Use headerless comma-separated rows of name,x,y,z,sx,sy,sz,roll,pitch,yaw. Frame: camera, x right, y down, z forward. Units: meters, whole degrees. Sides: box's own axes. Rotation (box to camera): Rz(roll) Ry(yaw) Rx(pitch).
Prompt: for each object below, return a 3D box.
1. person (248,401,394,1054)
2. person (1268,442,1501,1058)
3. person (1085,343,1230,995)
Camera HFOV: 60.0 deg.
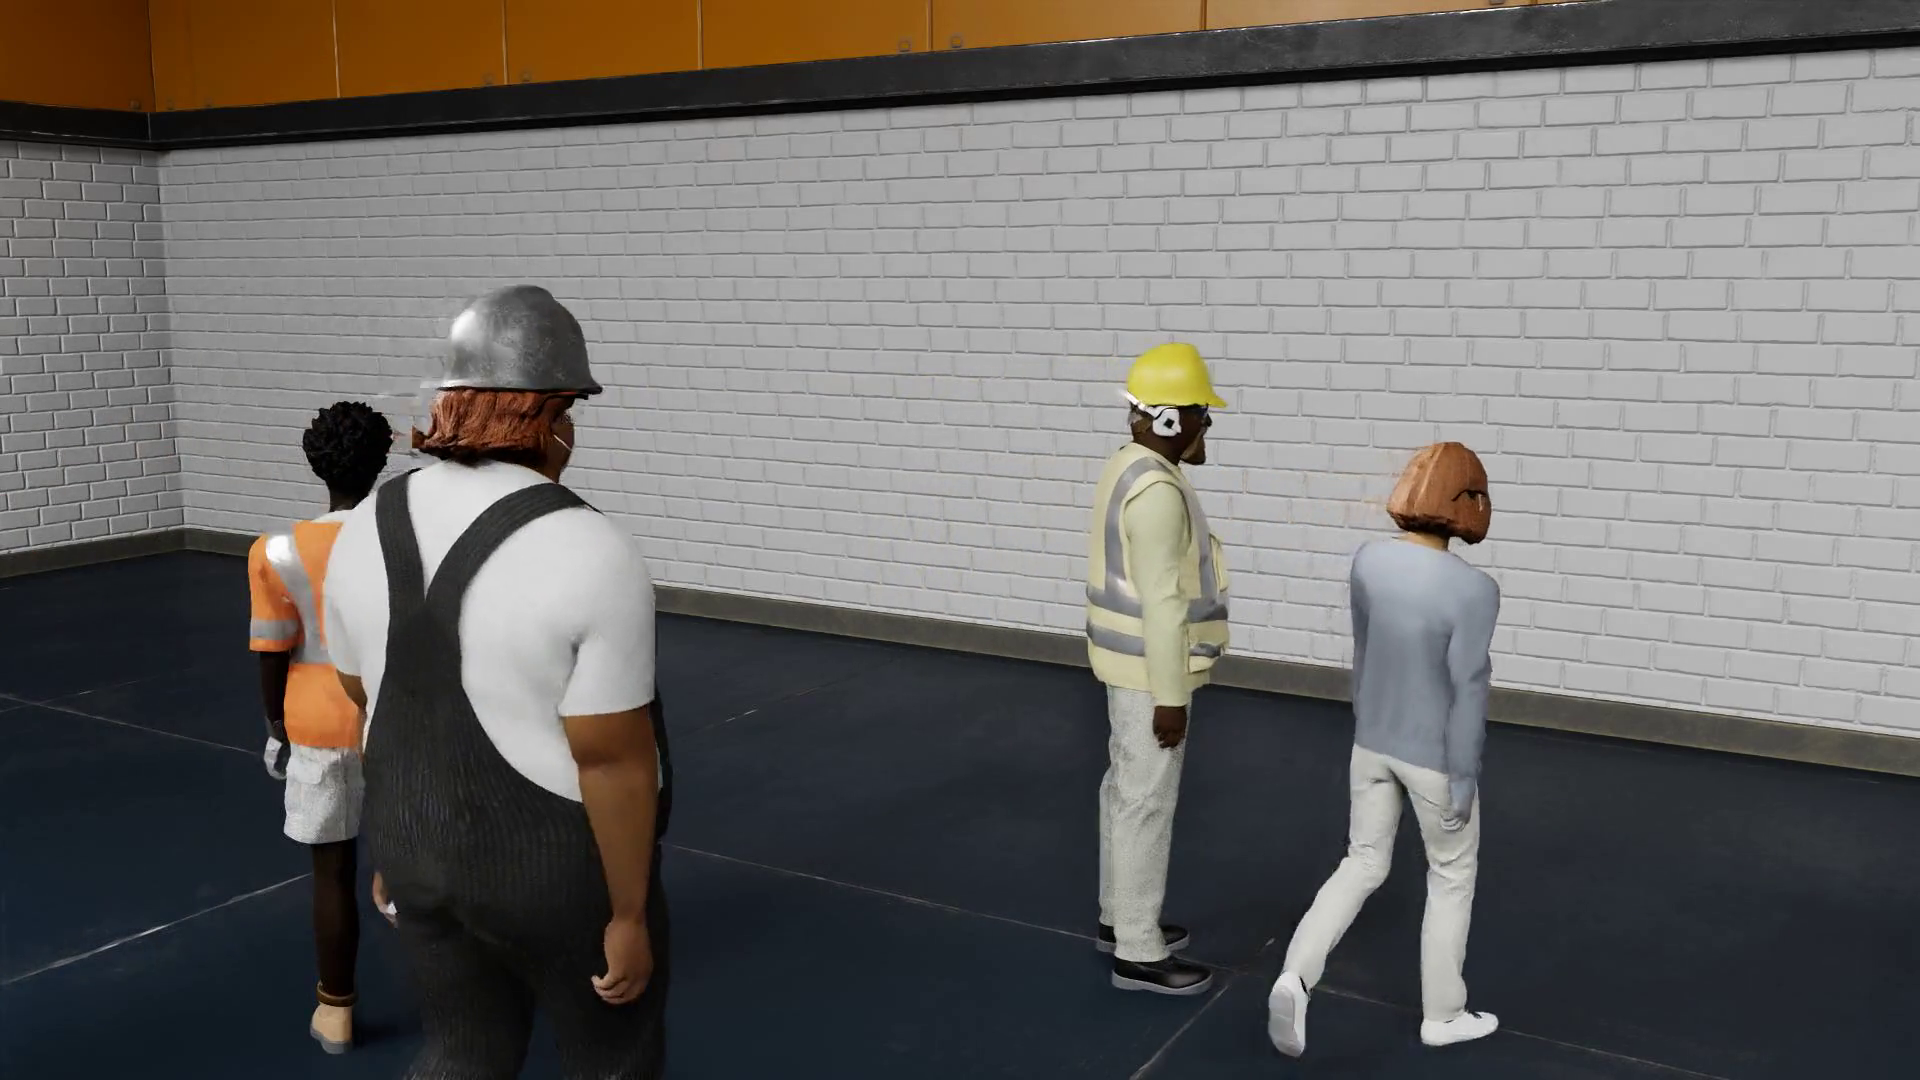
person,-1.550,0.489,4.340,0.533,1.697,0.319,-4,10,-24
person,1.107,0.549,4.219,0.670,1.608,0.512,-6,11,-32
person,0.563,0.357,4.749,0.404,1.827,0.599,0,9,-3
